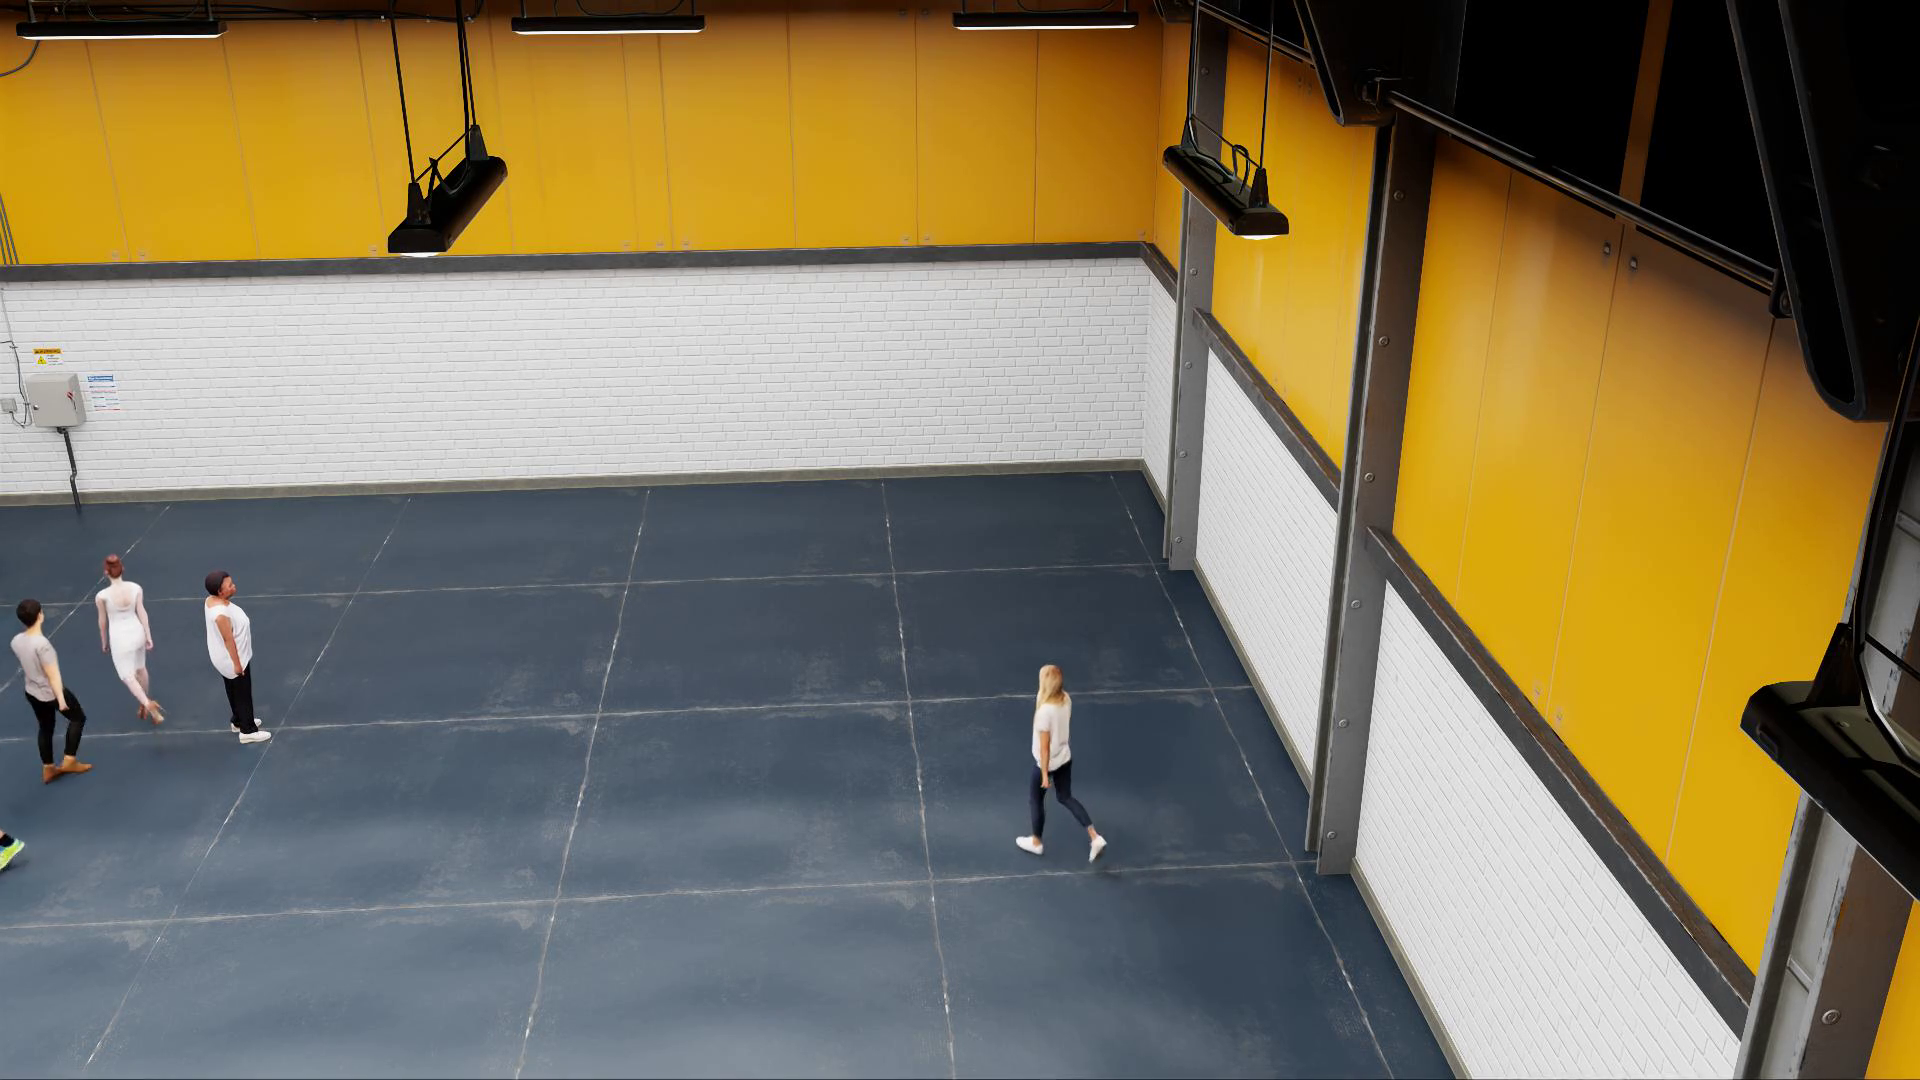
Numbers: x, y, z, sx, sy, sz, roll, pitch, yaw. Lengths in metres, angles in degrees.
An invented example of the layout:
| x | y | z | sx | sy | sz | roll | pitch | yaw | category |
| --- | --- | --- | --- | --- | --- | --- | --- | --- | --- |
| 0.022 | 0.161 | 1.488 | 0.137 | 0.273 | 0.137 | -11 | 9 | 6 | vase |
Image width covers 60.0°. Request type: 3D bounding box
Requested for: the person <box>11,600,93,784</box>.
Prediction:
| x | y | z | sx | sy | sz | roll | pitch | yaw | category |
| --- | --- | --- | --- | --- | --- | --- | --- | --- | --- |
| -8.107 | 1.372 | 14.627 | 0.761 | 1.692 | 0.797 | 10 | 26 | 22 | person |

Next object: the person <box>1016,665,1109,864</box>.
| x | y | z | sx | sy | sz | roll | pitch | yaw | category |
| --- | --- | --- | --- | --- | --- | --- | --- | --- | --- |
| 0.838 | 1.841 | 13.435 | 1.096 | 1.786 | 1.030 | 18 | 30 | 36 | person |

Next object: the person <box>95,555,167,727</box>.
| x | y | z | sx | sy | sz | roll | pitch | yaw | category |
| --- | --- | --- | --- | --- | --- | --- | --- | --- | --- |
| -7.668 | 0.995 | 15.388 | 0.929 | 1.774 | 1.020 | -21 | 31 | -39 | person |

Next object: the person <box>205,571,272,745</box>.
| x | y | z | sx | sy | sz | roll | pitch | yaw | category |
| --- | --- | --- | --- | --- | --- | --- | --- | --- | --- |
| -6.705 | 1.053 | 15.361 | 0.818 | 1.688 | 0.709 | -15 | 28 | -31 | person |
